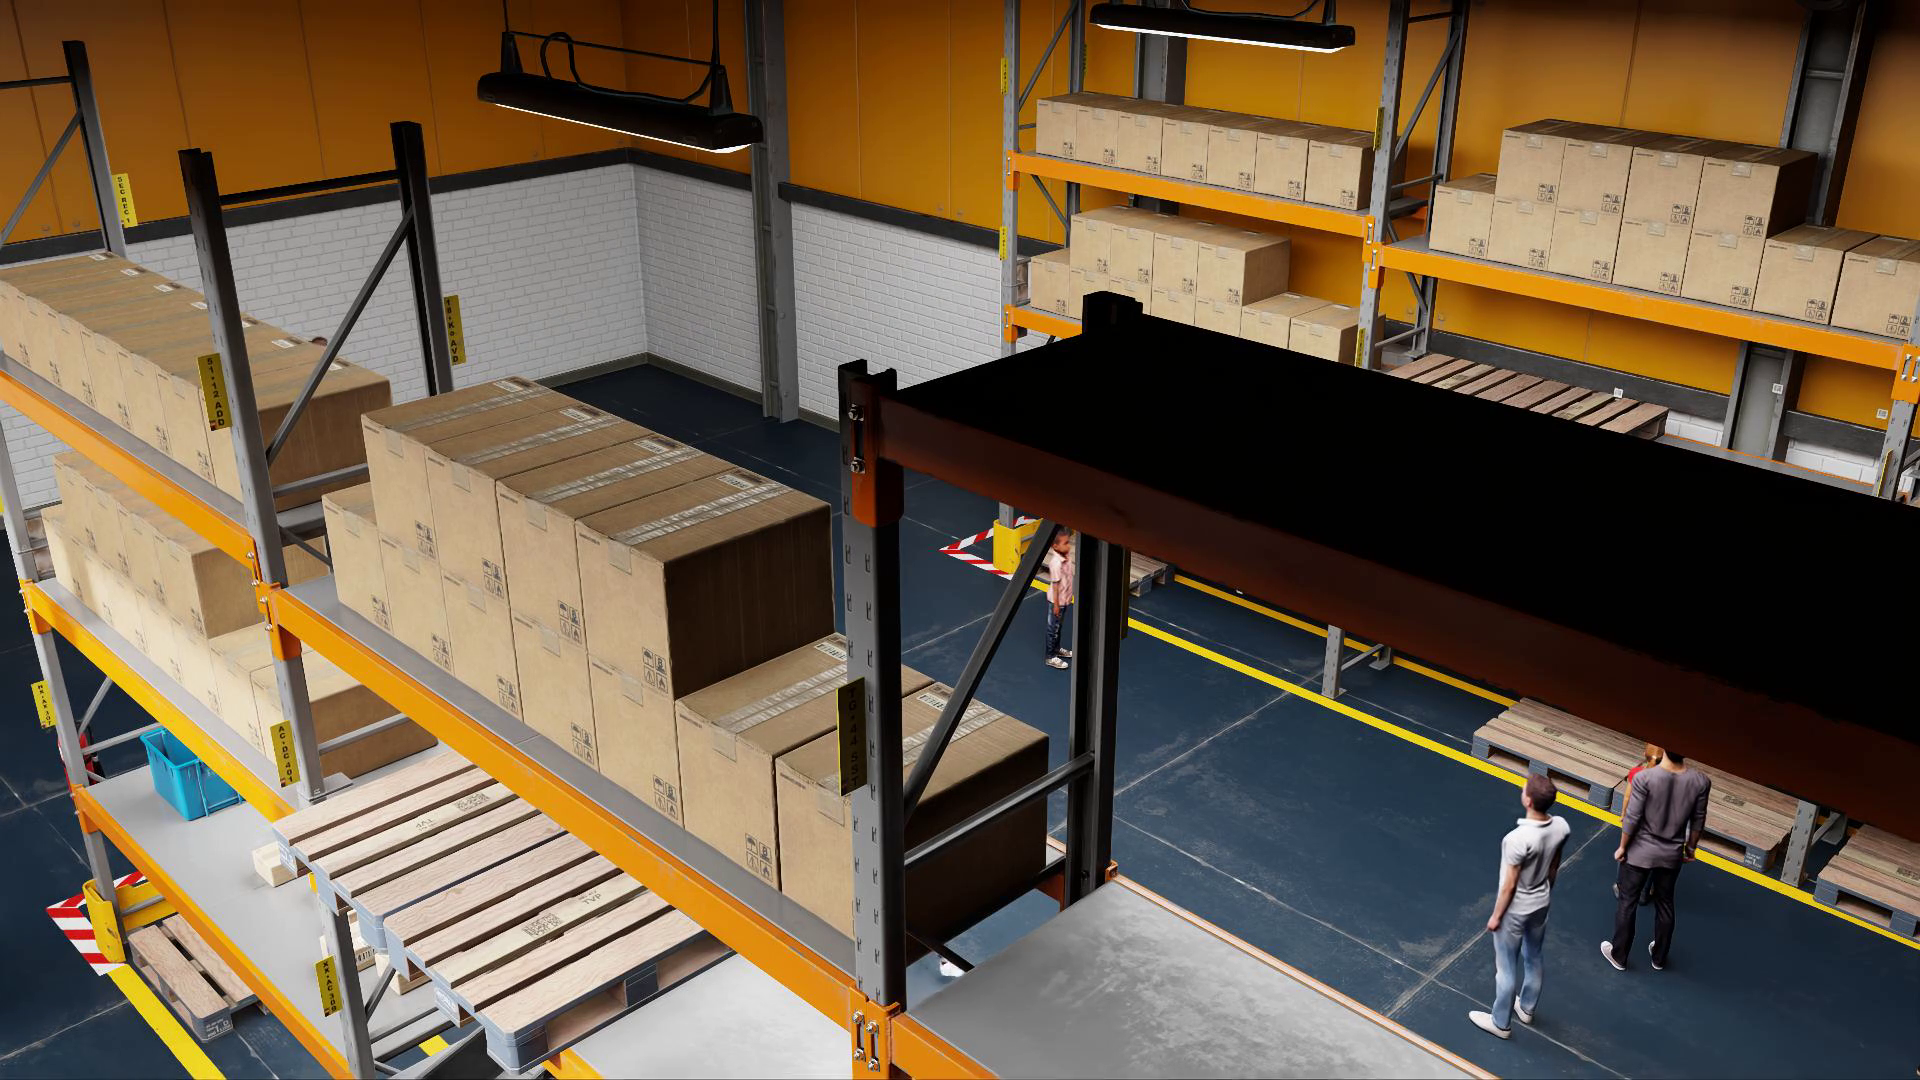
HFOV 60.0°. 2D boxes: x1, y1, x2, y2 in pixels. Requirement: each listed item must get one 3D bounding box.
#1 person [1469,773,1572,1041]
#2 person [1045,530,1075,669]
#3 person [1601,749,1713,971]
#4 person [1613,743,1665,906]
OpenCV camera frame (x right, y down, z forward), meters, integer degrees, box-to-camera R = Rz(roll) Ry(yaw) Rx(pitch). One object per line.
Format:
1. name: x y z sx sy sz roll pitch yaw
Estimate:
1. person: 3.557 2.300 10.478 0.703 1.851 0.632 -13 27 -28
2. person: 0.903 0.517 15.236 0.584 1.307 0.576 8 25 18
3. person: 4.632 2.042 11.067 0.724 1.852 0.796 1 24 2
4. person: 4.875 1.999 11.842 0.509 1.311 0.599 12 26 26
